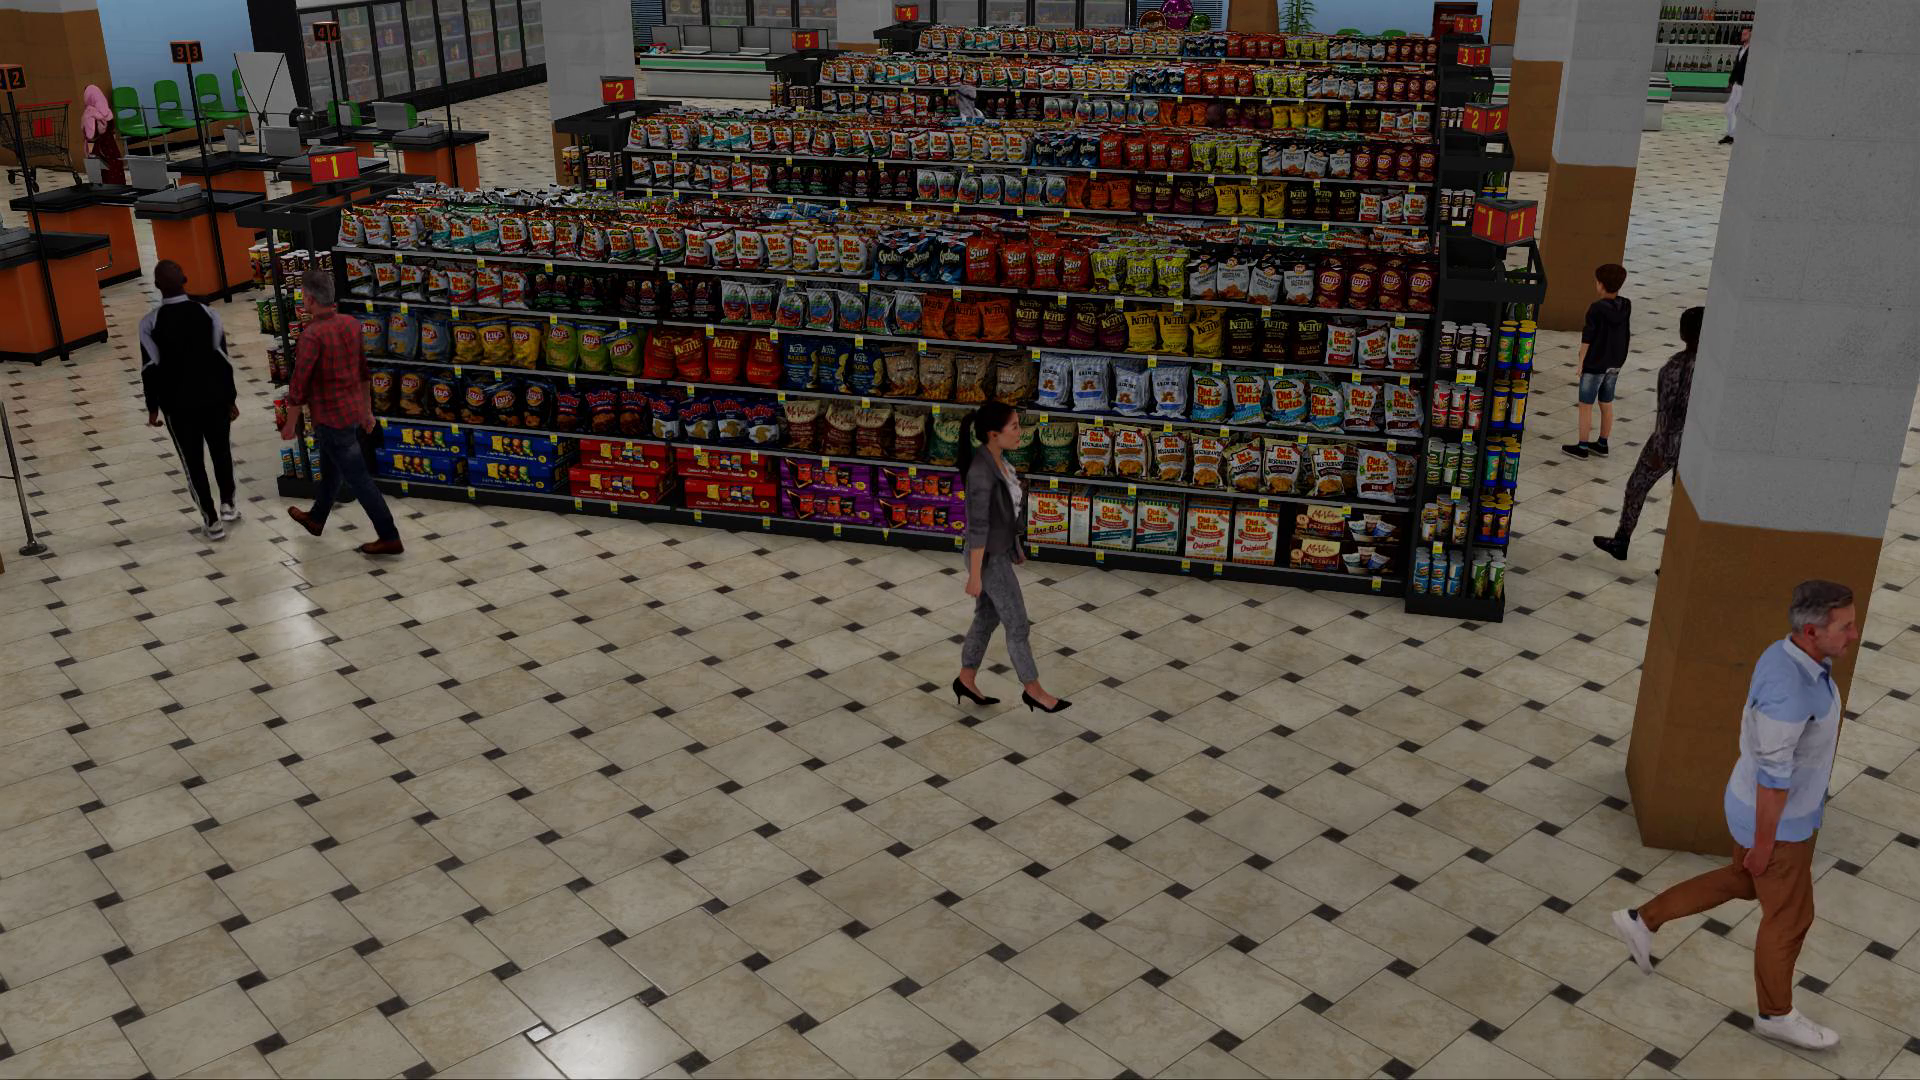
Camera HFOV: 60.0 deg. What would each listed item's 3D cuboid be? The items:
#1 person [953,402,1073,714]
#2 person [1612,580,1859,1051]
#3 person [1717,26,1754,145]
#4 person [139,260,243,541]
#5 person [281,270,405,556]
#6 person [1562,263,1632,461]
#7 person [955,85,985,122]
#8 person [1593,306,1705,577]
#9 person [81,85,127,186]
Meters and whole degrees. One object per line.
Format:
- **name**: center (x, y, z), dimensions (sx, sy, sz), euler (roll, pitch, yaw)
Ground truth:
- **person**: center (0.080, 0.117, 8.365), dimensions (0.897, 1.649, 0.730), euler (3, 22, 6)
- **person**: center (2.883, 0.961, 6.054), dimensions (1.113, 1.806, 0.793), euler (10, 24, 24)
- **person**: center (12.406, -7.135, 26.183), dimensions (0.806, 1.822, 0.772), euler (0, 22, 0)
- **person**: center (-4.862, -0.867, 10.589), dimensions (0.830, 1.817, 0.881), euler (-15, 26, -32)
- **person**: center (-3.779, -0.737, 10.305), dimensions (1.131, 1.787, 0.688), euler (6, 23, 14)
- **person**: center (4.700, -1.309, 12.186), dimensions (0.589, 1.447, 0.676), euler (-6, 23, -16)
- **person**: center (0.077, -4.024, 18.298), dimensions (0.634, 1.927, 0.679), euler (5, 22, 11)
- **person**: center (4.333, -0.521, 9.899), dimensions (0.988, 1.688, 0.987), euler (-8, 23, -19)
- **person**: center (-10.645, -4.825, 20.680), dimensions (0.575, 1.637, 0.644), euler (6, 23, 14)
